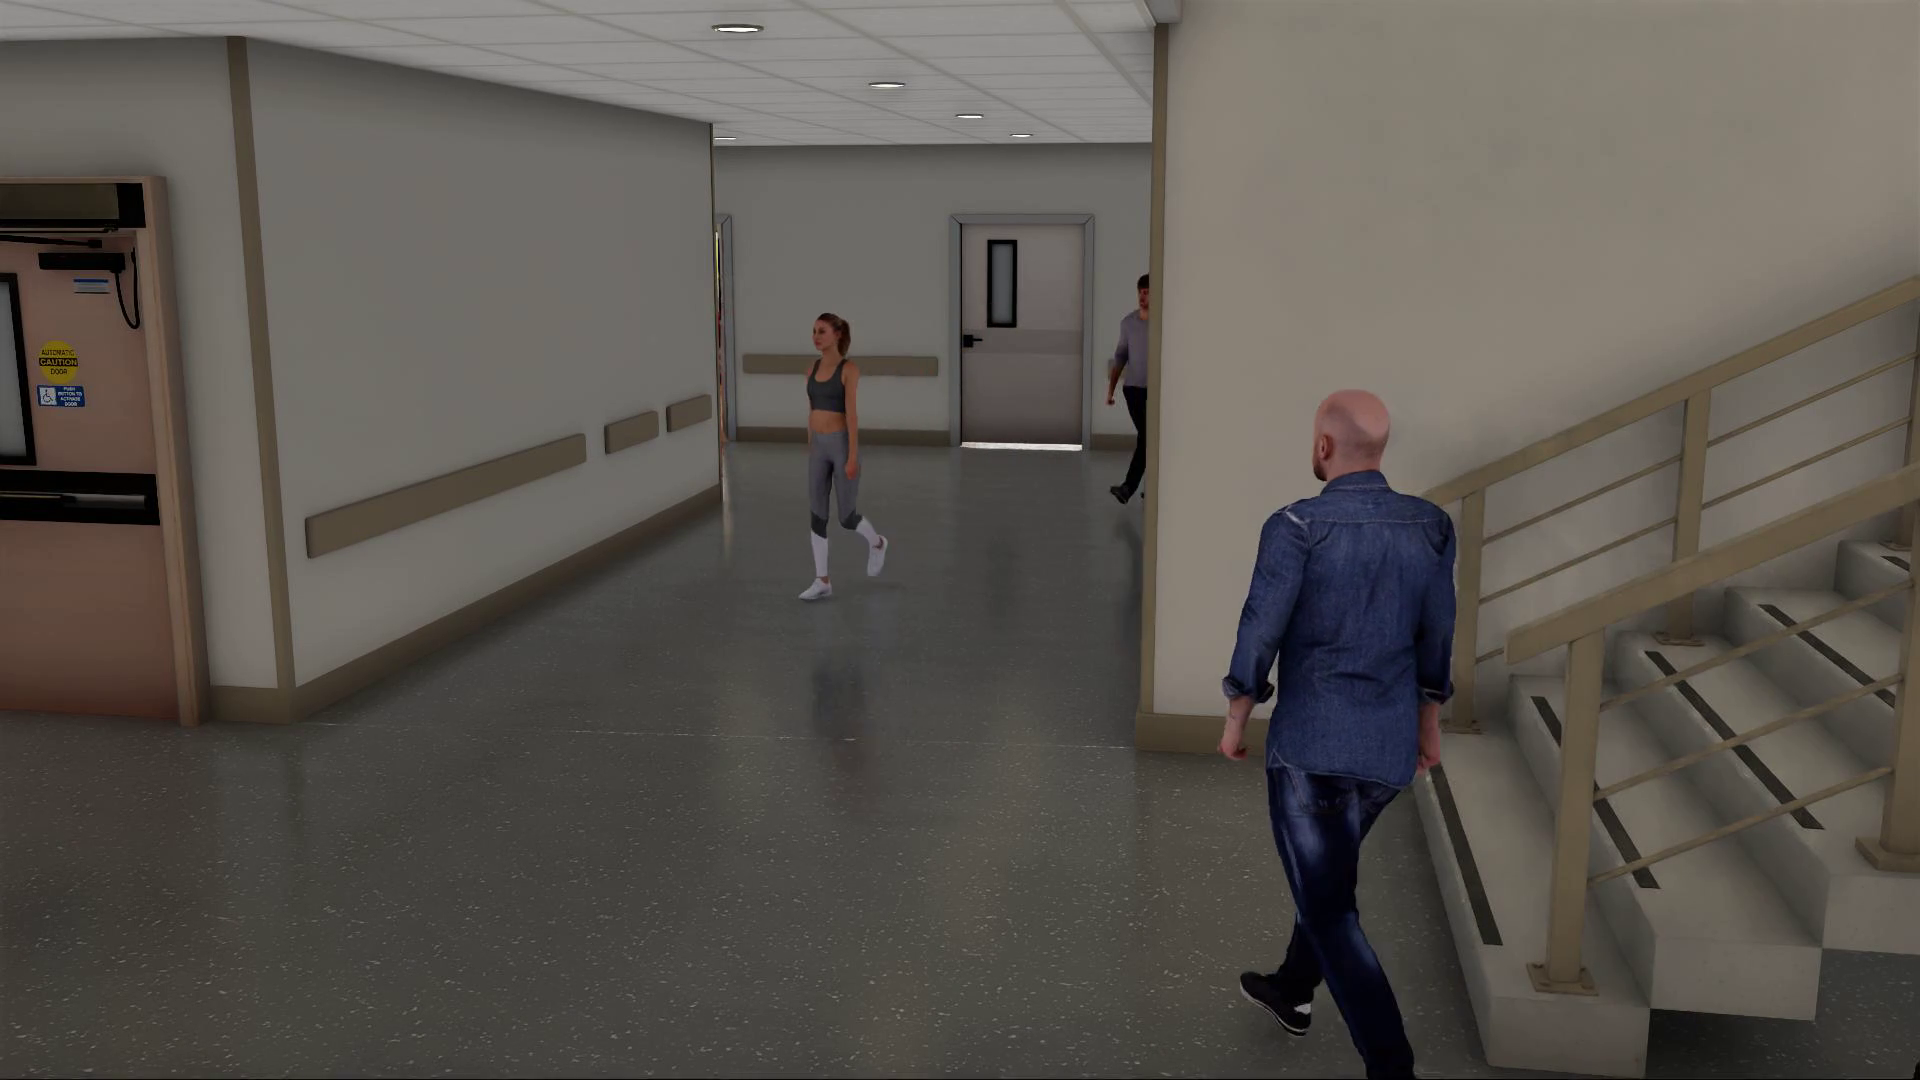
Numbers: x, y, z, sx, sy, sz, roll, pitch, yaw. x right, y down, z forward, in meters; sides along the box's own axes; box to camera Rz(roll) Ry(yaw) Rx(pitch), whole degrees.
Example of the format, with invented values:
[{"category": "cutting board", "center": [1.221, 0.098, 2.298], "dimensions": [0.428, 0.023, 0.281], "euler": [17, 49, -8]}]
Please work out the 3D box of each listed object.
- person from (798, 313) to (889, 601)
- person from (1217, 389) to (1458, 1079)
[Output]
[{"category": "person", "center": [-0.691, -0.494, 9.937], "dimensions": [0.972, 1.683, 0.867], "euler": [7, 13, 34]}, {"category": "person", "center": [0.969, 0.569, 4.065], "dimensions": [1.254, 1.785, 1.215], "euler": [-5, 12, -24]}]
